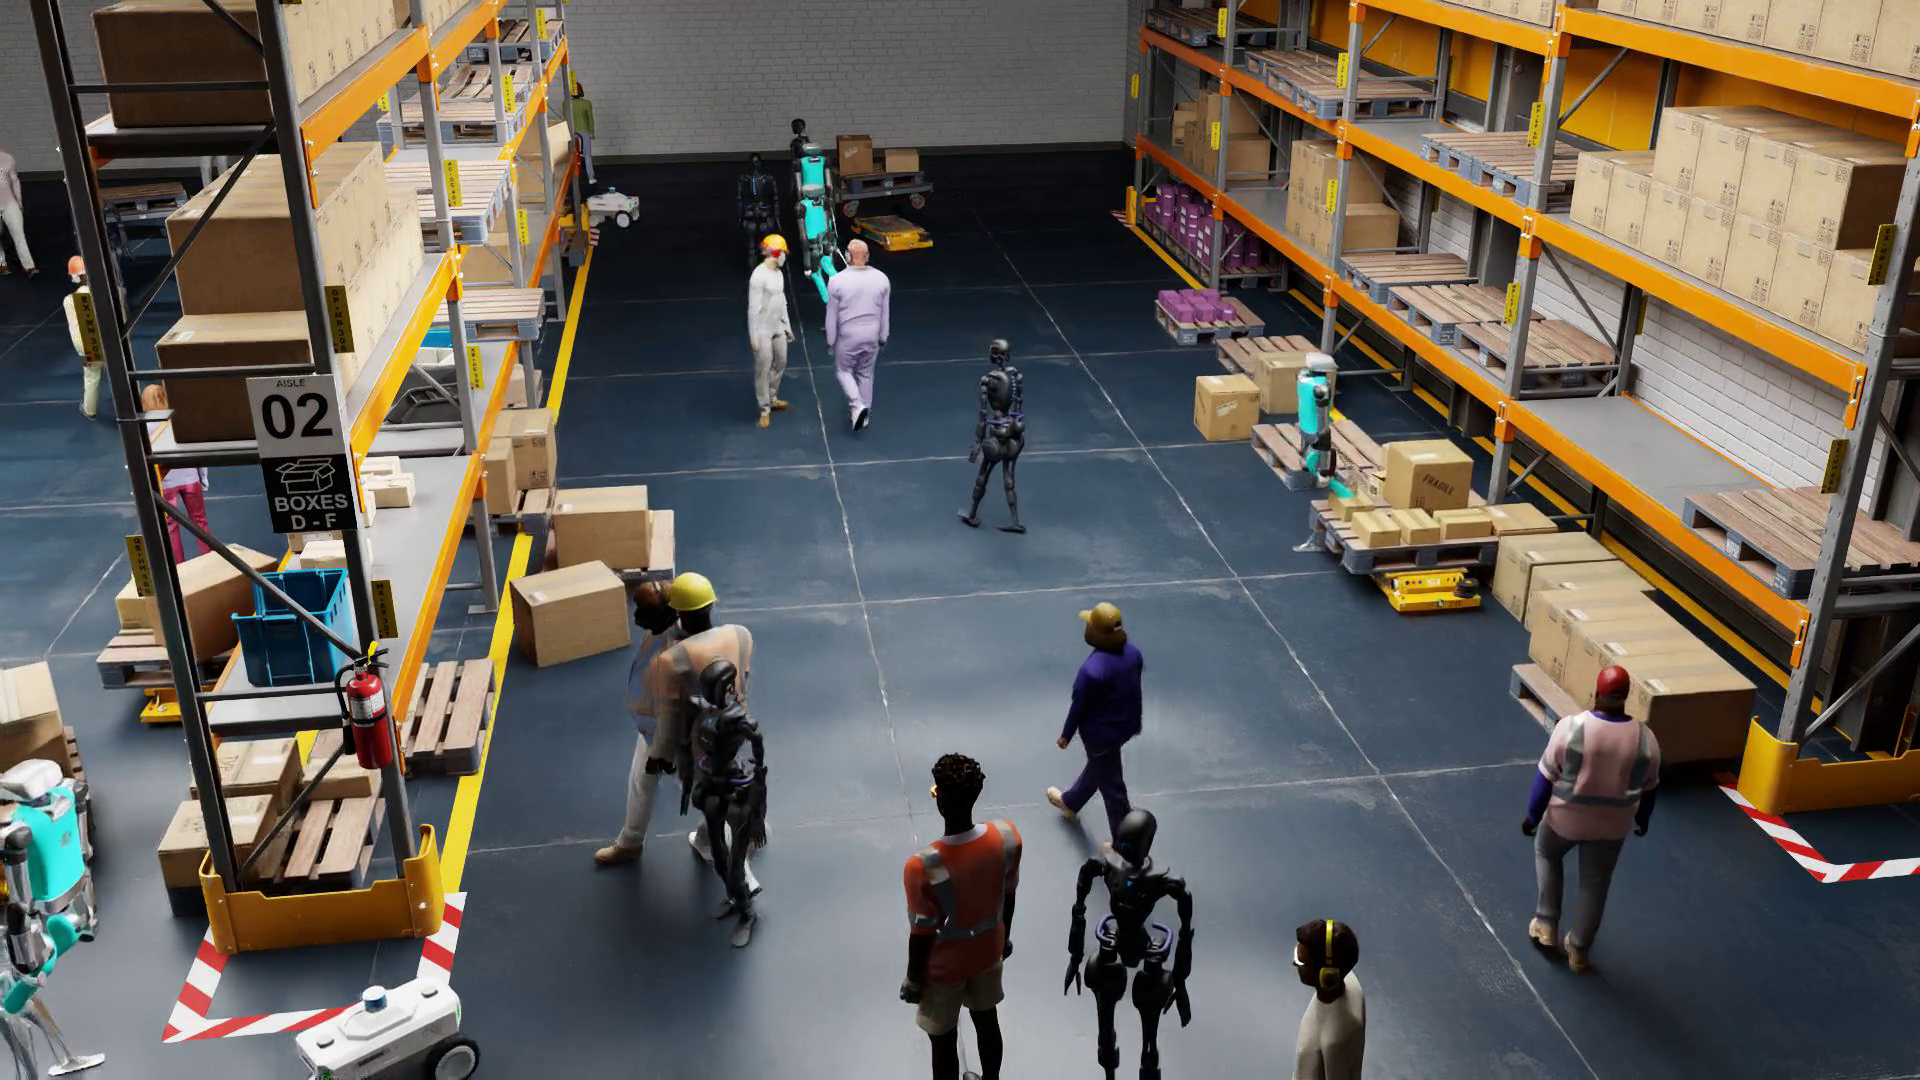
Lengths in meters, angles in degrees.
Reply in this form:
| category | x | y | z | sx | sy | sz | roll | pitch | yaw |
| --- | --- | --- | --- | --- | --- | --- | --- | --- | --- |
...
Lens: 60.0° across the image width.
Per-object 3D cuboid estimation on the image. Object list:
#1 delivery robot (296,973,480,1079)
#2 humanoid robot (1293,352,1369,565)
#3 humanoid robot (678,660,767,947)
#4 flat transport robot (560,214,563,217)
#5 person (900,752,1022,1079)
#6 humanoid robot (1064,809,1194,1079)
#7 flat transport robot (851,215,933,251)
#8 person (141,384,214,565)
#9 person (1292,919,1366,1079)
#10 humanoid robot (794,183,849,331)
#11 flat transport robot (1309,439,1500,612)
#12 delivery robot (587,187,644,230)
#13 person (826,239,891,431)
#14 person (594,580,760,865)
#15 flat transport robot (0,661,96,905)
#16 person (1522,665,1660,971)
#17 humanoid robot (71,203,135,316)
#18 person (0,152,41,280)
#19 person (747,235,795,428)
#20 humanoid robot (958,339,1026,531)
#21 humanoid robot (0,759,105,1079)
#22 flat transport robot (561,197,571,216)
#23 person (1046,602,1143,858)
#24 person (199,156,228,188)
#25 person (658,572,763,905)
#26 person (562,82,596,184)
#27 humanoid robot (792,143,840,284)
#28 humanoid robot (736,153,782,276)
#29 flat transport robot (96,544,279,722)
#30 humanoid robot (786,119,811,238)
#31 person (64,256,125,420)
| category | x | y | z | sx | sy | sz | roll | pitch | yaw |
| --- | --- | --- | --- | --- | --- | --- | --- | --- | --- |
| delivery robot | -2.725 | 2.385 | 7.894 | 0.798 | 0.598 | 0.499 | -21 | 31 | -39 |
| humanoid robot | 3.040 | -0.643 | 13.342 | 0.795 | 1.798 | 0.532 | -4 | 24 | -9 |
| humanoid robot | -1.252 | 1.355 | 8.848 | 0.585 | 1.641 | 0.480 | 13 | 27 | 26 |
| flat transport robot | -6.594 | -4.730 | 24.455 | 1.431 | 0.231 | 0.659 | -11 | 26 | -24 |
| person | -0.007 | 1.825 | 7.411 | 0.611 | 1.964 | 0.362 | -18 | 29 | -34 |
| humanoid robot | 0.753 | 1.944 | 7.484 | 0.612 | 1.651 | 0.364 | 9 | 25 | 20 |
| flat transport robot | -0.982 | -4.367 | 23.627 | 0.659 | 0.231 | 1.431 | -11 | 26 | -24 |
| person | -6.111 | -0.421 | 12.948 | 0.498 | 1.629 | 0.287 | -16 | 28 | -32 |
| person | 1.394 | 2.274 | 6.514 | 0.310 | 1.864 | 0.529 | 5 | 24 | 11 |
| humanoid robot | -1.464 | -3.105 | 19.065 | 0.759 | 1.899 | 0.546 | 15 | 28 | 31 |
| flat transport robot | 3.550 | 0.175 | 13.278 | 0.659 | 0.231 | 1.431 | -3 | 24 | -8 |
| delivery robot | -5.086 | -4.878 | 24.417 | 0.759 | 0.579 | 0.499 | 5 | 24 | 11 |
| person | -0.972 | -1.959 | 16.135 | 0.654 | 1.884 | 0.555 | -10 | 26 | -21 |
| person | -1.603 | 1.044 | 9.394 | 0.941 | 1.804 | 0.640 | -9 | 25 | -19 |
| flat transport robot | -5.745 | 1.730 | 9.736 | 0.659 | 0.231 | 1.431 | -14 | 27 | -28 |
| person | 3.248 | 1.418 | 8.623 | 0.642 | 1.734 | 0.515 | 5 | 24 | 10 |
| humanoid robot | -10.207 | -3.461 | 19.844 | 0.611 | 1.625 | 0.708 | -15 | 28 | -31 |
| person | -12.398 | -4.308 | 21.490 | 1.030 | 1.879 | 0.649 | 21 | 31 | 39 |
| person | -1.897 | -2.068 | 16.425 | 0.357 | 1.857 | 0.682 | 11 | 26 | 23 |
| humanoid robot | 0.303 | -0.881 | 13.948 | 0.632 | 1.637 | 0.604 | 19 | 30 | 36 |
| humanoid robot | -4.346 | 1.846 | 7.741 | 0.726 | 1.850 | 0.545 | 3 | 24 | 7 |
| flat transport robot | -6.660 | -5.003 | 25.075 | 1.431 | 0.231 | 0.659 | 0 | 24 | 1 |
| person | 0.762 | 1.067 | 9.593 | 0.814 | 1.581 | 0.486 | 21 | 31 | 39 |
| person | -11.567 | -6.137 | 25.719 | 0.431 | 1.837 | 0.624 | 22 | 32 | 40 |
| person | -1.345 | 1.090 | 9.192 | 0.592 | 1.885 | 0.880 | -18 | 30 | -36 |
| person | -6.192 | -6.621 | 27.076 | 0.495 | 1.626 | 0.285 | 0 | 24 | 0 |
| humanoid robot | -1.769 | -4.135 | 21.294 | 0.532 | 1.796 | 0.721 | -13 | 27 | -27 |
| humanoid robot | -2.586 | -4.117 | 21.285 | 0.599 | 1.659 | 0.315 | 3 | 24 | 8 |
| flat transport robot | -5.197 | 0.857 | 11.725 | 0.659 | 0.231 | 1.431 | -2 | 24 | -5 |
| humanoid robot | -2.249 | -5.149 | 23.658 | 0.317 | 1.655 | 0.605 | 9 | 25 | 20 |
| person | -8.454 | -1.951 | 16.332 | 0.894 | 1.703 | 0.581 | 19 | 30 | 37 |
